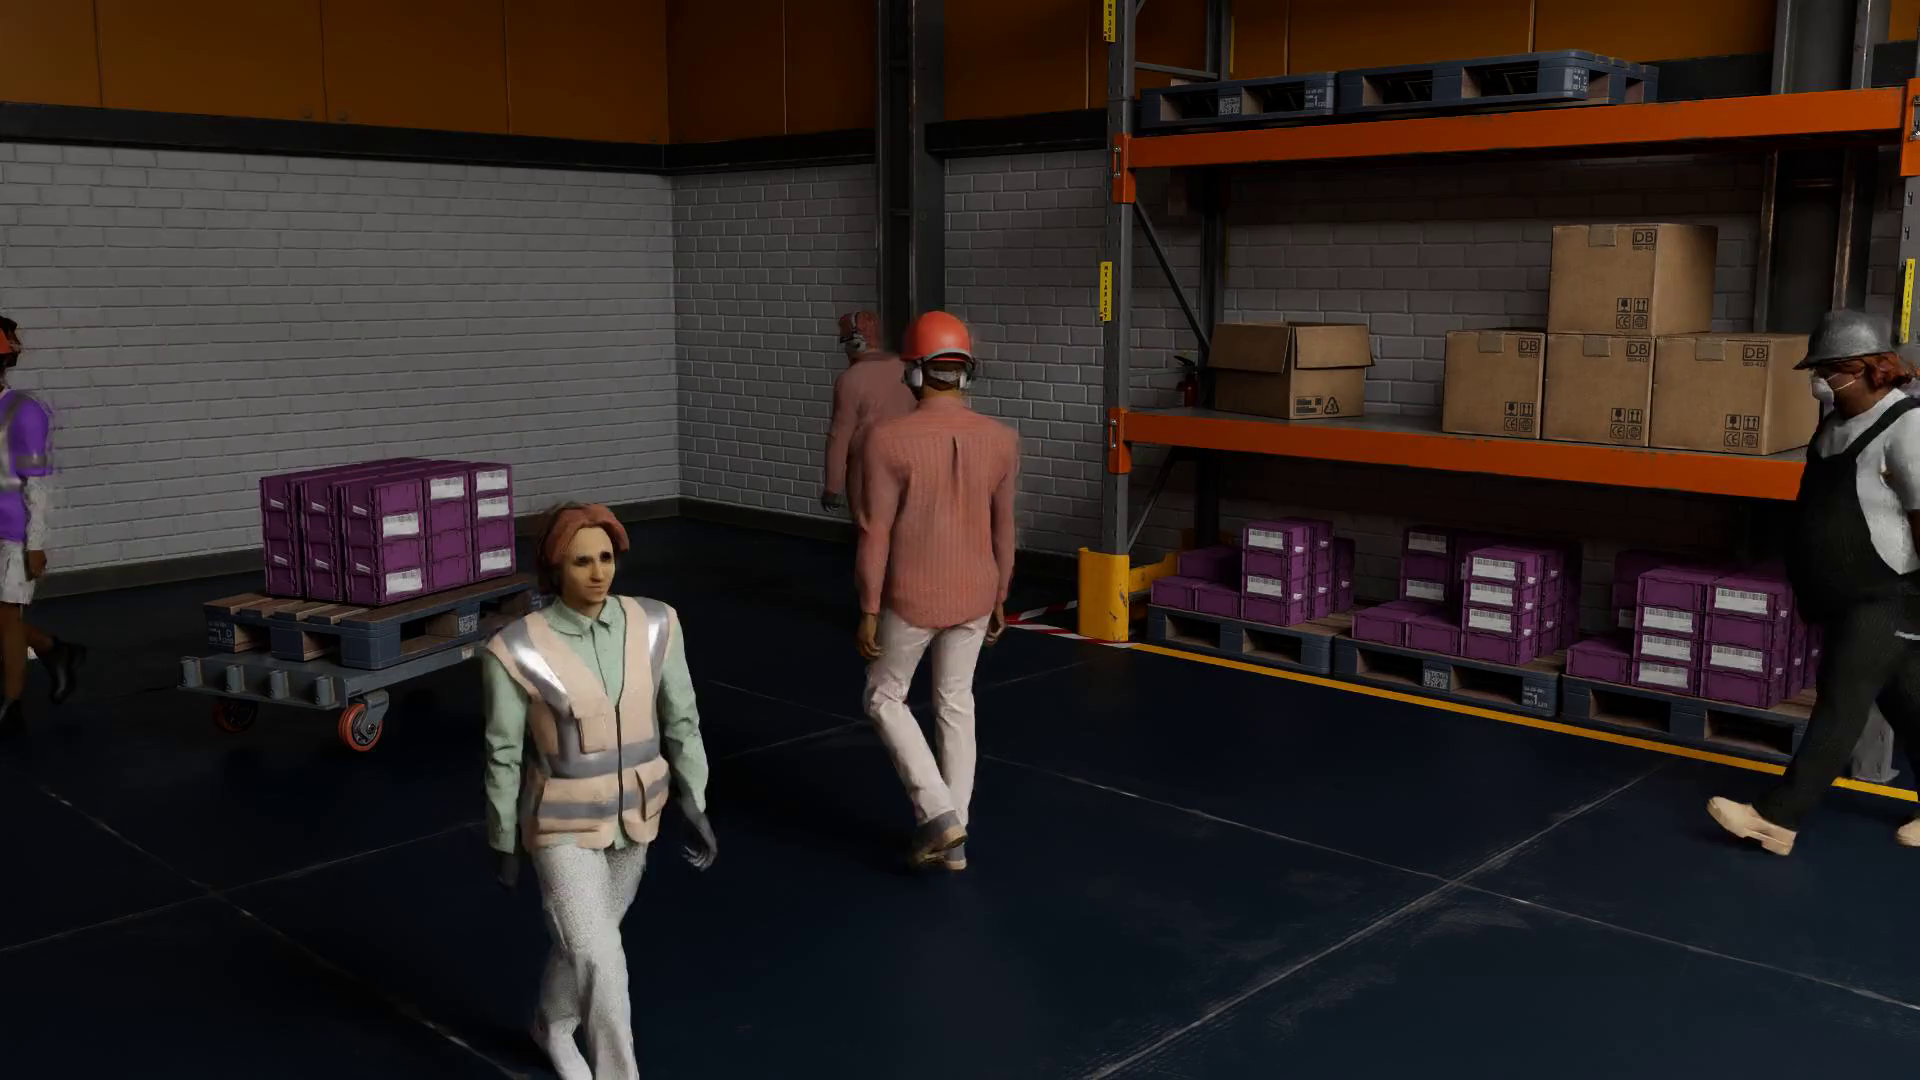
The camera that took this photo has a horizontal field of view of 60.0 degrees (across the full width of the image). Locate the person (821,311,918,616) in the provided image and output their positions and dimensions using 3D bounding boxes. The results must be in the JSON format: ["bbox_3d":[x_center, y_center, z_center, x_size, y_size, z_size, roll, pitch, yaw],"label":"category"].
[{"bbox_3d":[-0.502,-0.350,9.421,0.454,1.883,0.675,7,11,36],"label":"person"}]

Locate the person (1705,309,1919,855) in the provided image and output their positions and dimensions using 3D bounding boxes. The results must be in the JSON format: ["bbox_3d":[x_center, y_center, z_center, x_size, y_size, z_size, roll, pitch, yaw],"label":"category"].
[{"bbox_3d":[3.285,0.133,5.994,1.034,2.000,0.710,1,9,7],"label":"person"}]

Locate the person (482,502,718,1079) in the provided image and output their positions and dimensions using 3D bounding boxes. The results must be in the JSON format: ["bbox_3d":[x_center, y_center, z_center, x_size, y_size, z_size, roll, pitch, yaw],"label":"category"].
[{"bbox_3d":[-0.902,0.680,4.029,0.505,1.590,0.892,-9,13,-43],"label":"person"}]

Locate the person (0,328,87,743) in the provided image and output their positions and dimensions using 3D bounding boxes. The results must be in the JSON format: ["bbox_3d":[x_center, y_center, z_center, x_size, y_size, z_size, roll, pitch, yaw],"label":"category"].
[{"bbox_3d":[-4.304,-0.059,7.550,0.551,1.918,0.653,3,10,21],"label":"person"}]

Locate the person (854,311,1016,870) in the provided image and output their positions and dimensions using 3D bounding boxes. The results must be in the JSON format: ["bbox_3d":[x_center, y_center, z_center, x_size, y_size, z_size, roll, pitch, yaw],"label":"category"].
[{"bbox_3d":[-0.085,0.198,5.796,0.641,1.975,0.441,-5,11,-30],"label":"person"}]

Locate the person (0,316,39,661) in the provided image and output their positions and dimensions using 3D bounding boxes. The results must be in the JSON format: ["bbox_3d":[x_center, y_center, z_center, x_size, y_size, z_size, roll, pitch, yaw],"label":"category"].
[{"bbox_3d":[-5.191,-0.277,9.033,0.538,1.869,0.312,8,12,39],"label":"person"}]
